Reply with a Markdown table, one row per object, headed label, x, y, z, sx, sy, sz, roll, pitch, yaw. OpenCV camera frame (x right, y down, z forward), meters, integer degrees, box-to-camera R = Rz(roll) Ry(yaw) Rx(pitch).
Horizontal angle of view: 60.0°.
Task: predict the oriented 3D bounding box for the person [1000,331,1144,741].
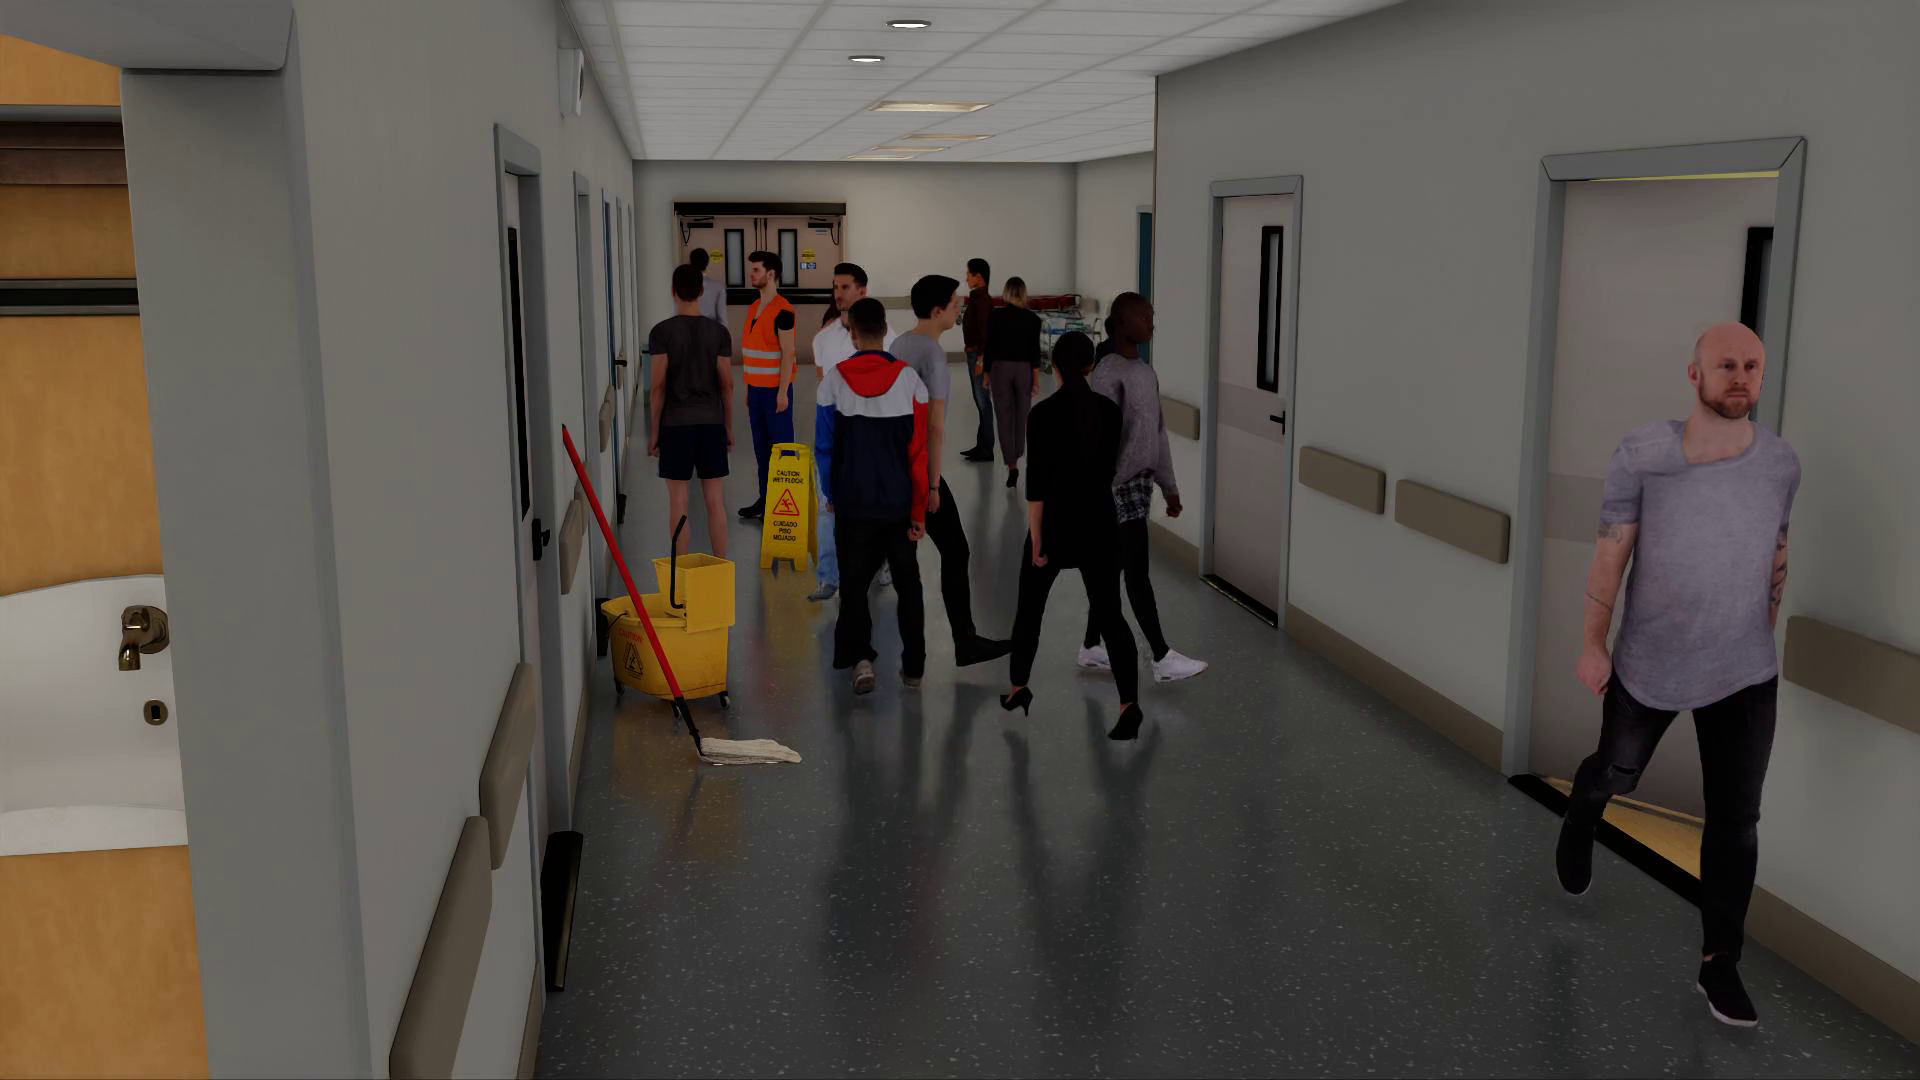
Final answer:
| label | x | y | z | sx | sy | sz | roll | pitch | yaw |
| --- | --- | --- | --- | --- | --- | --- | --- | --- | --- |
| person | 0.504 | 0.029 | 6.605 | 0.764 | 1.609 | 1.115 | -5 | 12 | -25 |

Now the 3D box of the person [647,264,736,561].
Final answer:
| label | x | y | z | sx | sy | sz | roll | pitch | yaw |
| --- | --- | --- | --- | --- | --- | --- | --- | --- | --- |
| person | -1.511 | -0.617 | 9.364 | 0.720 | 1.851 | 0.653 | -6 | 12 | -27 |

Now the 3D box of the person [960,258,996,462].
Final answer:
| label | x | y | z | sx | sy | sz | roll | pitch | yaw |
| --- | --- | --- | --- | --- | --- | --- | --- | --- | --- |
| person | 0.188 | -1.594 | 14.710 | 0.714 | 1.777 | 0.465 | -1 | 11 | -7 |

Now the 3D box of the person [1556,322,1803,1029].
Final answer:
| label | x | y | z | sx | sy | sz | roll | pitch | yaw |
| --- | --- | --- | --- | --- | --- | --- | --- | --- | --- |
| person | 1.966 | 0.322 | 4.564 | 0.901 | 1.795 | 1.313 | 1 | 11 | 5 |

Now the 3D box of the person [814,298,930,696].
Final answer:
| label | x | y | z | sx | sy | sz | roll | pitch | yaw |
| --- | --- | --- | --- | --- | --- | --- | --- | --- | --- |
| person | -0.383 | -0.154 | 7.230 | 0.655 | 1.735 | 0.822 | -1 | 11 | -3 |

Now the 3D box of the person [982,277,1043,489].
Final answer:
| label | x | y | z | sx | sy | sz | roll | pitch | yaw |
| --- | --- | --- | --- | --- | --- | --- | --- | --- | --- |
| person | 0.415 | -1.204 | 13.042 | 0.590 | 1.632 | 1.014 | -2 | 11 | -9 |

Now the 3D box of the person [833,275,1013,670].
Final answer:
| label | x | y | z | sx | sy | sz | roll | pitch | yaw |
| --- | --- | --- | --- | --- | --- | --- | --- | --- | --- |
| person | -0.308 | -0.259 | 7.602 | 0.986 | 1.803 | 1.091 | -8 | 13 | -36 |

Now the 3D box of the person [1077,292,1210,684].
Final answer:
| label | x | y | z | sx | sy | sz | roll | pitch | yaw |
| --- | --- | --- | --- | --- | --- | --- | --- | --- | --- |
| person | 0.672 | -0.236 | 7.618 | 1.038 | 1.753 | 0.992 | 7 | 13 | 32 |

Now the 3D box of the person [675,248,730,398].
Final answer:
| label | x | y | z | sx | sy | sz | roll | pitch | yaw |
| --- | --- | --- | --- | --- | --- | --- | --- | --- | --- |
| person | -2.493 | -1.854 | 15.989 | 0.675 | 1.811 | 1.166 | -2 | 11 | -10 |

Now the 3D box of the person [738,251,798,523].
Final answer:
| label | x | y | z | sx | sy | sz | roll | pitch | yaw |
| --- | --- | --- | --- | --- | --- | --- | --- | --- | --- |
| person | -1.334 | -1.084 | 11.722 | 0.837 | 1.888 | 0.730 | -8 | 14 | -38 |

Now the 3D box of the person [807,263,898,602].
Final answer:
| label | x | y | z | sx | sy | sz | roll | pitch | yaw |
| --- | --- | --- | --- | --- | --- | --- | --- | --- | --- |
| person | -0.532 | -0.587 | 9.275 | 1.017 | 1.824 | 1.265 | 3 | 11 | 17 |
